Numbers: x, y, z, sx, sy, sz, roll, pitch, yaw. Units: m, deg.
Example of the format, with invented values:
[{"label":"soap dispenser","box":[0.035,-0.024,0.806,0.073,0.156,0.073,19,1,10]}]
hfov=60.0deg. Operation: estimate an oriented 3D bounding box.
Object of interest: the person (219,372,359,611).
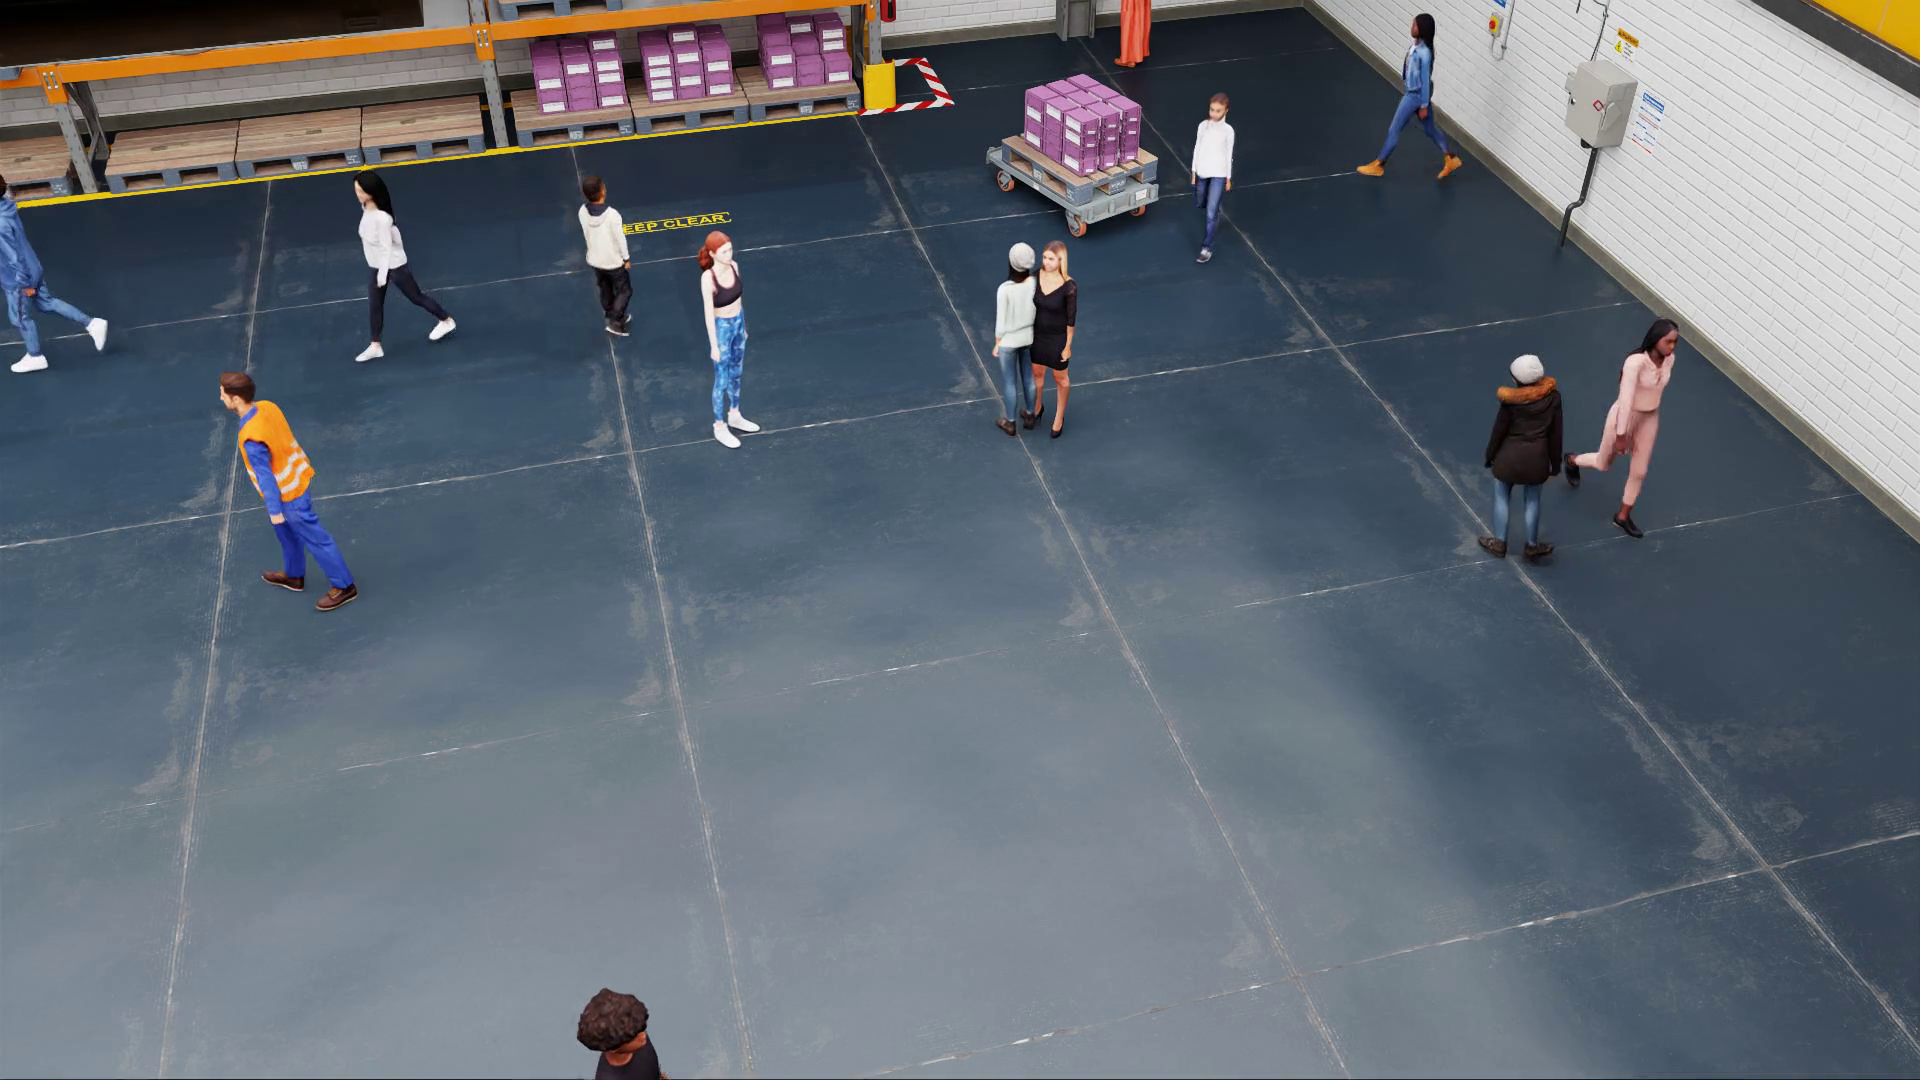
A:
[{"label":"person","box":[-4.446,-0.334,11.139,0.851,1.838,0.668,-13,40,-15]}]

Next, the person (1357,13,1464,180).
[{"label":"person","box":[4.556,-4.258,16.198,1.327,1.656,0.963,4,39,5]}]

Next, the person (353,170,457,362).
[{"label":"person","box":[-4.610,-2.280,13.723,1.201,1.654,0.987,-30,48,-32]}]

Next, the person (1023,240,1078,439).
[{"label":"person","box":[0.696,-1.550,12.791,0.606,1.676,0.654,22,44,25]}]

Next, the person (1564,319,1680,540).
[{"label":"person","box":[4.734,-0.860,11.913,1.011,1.694,0.727,-14,41,-17]}]

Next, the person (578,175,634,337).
[{"label":"person","box":[-3.010,-2.359,13.989,0.770,1.445,0.826,17,42,20]}]

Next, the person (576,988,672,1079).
[{"label":"person","box":[-1.553,2.633,7.472,1.033,1.778,0.811,1,39,2]}]

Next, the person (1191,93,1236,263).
[{"label":"person","box":[2.329,-3.364,15.174,0.960,1.536,0.997,18,42,21]}]

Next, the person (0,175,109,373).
[{"label":"person","box":[-7.548,-2.203,13.520,1.020,1.786,0.658,-10,40,-12]}]

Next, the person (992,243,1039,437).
[{"label":"person","box":[0.449,-1.560,12.829,0.499,1.645,0.675,-18,42,-21]}]

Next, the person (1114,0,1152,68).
[{"label":"person","box":[1.952,-6.169,18.470,0.785,1.806,0.717,22,44,25]}]

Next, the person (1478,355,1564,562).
[{"label":"person","box":[3.967,-0.541,11.583,0.678,1.608,0.932,9,39,11]}]

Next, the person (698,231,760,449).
[{"label":"person","box":[-1.776,-1.550,12.705,0.729,1.784,0.670,20,43,23]}]
